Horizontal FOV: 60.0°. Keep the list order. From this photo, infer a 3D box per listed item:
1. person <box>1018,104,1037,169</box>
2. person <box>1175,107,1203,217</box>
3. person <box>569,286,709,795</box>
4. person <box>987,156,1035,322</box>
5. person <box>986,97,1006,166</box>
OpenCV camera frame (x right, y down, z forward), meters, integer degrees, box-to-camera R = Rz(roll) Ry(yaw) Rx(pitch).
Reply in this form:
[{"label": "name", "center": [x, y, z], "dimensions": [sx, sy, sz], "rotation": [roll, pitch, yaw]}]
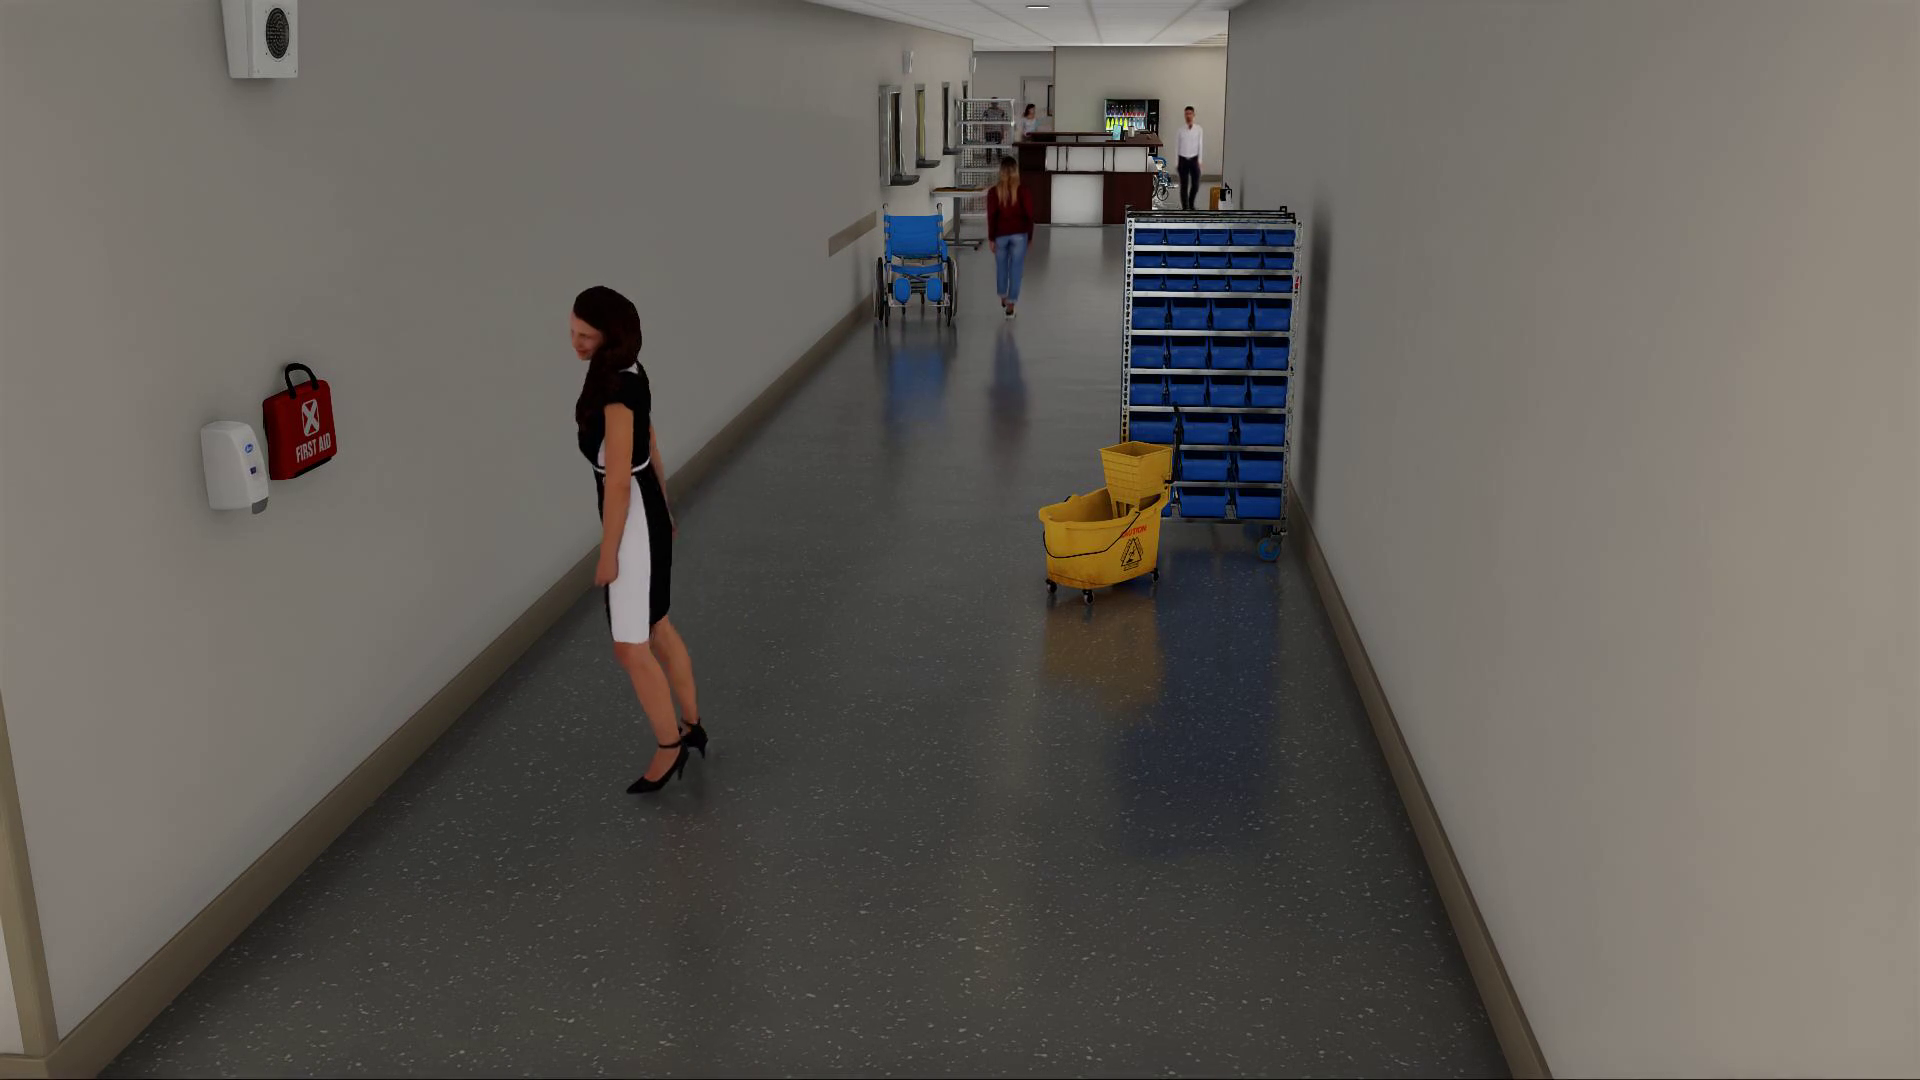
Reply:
[{"label": "person", "center": [1.503, -9.146, 38.349], "dimensions": [1.209, 1.668, 1.139], "rotation": [-8, 17, -25]}, {"label": "person", "center": [3.948, -6.524, 28.702], "dimensions": [0.677, 1.857, 0.694], "rotation": [2, 16, 8]}, {"label": "person", "center": [-1.058, 0.017, 5.678], "dimensions": [0.628, 1.761, 0.798], "rotation": [3, 16, 10]}, {"label": "person", "center": [0.498, -2.960, 16.567], "dimensions": [1.022, 1.582, 0.734], "rotation": [3, 16, 10]}, {"label": "person", "center": [0.878, -10.297, 42.148], "dimensions": [0.575, 1.823, 0.783], "rotation": [-2, 16, -8]}]
